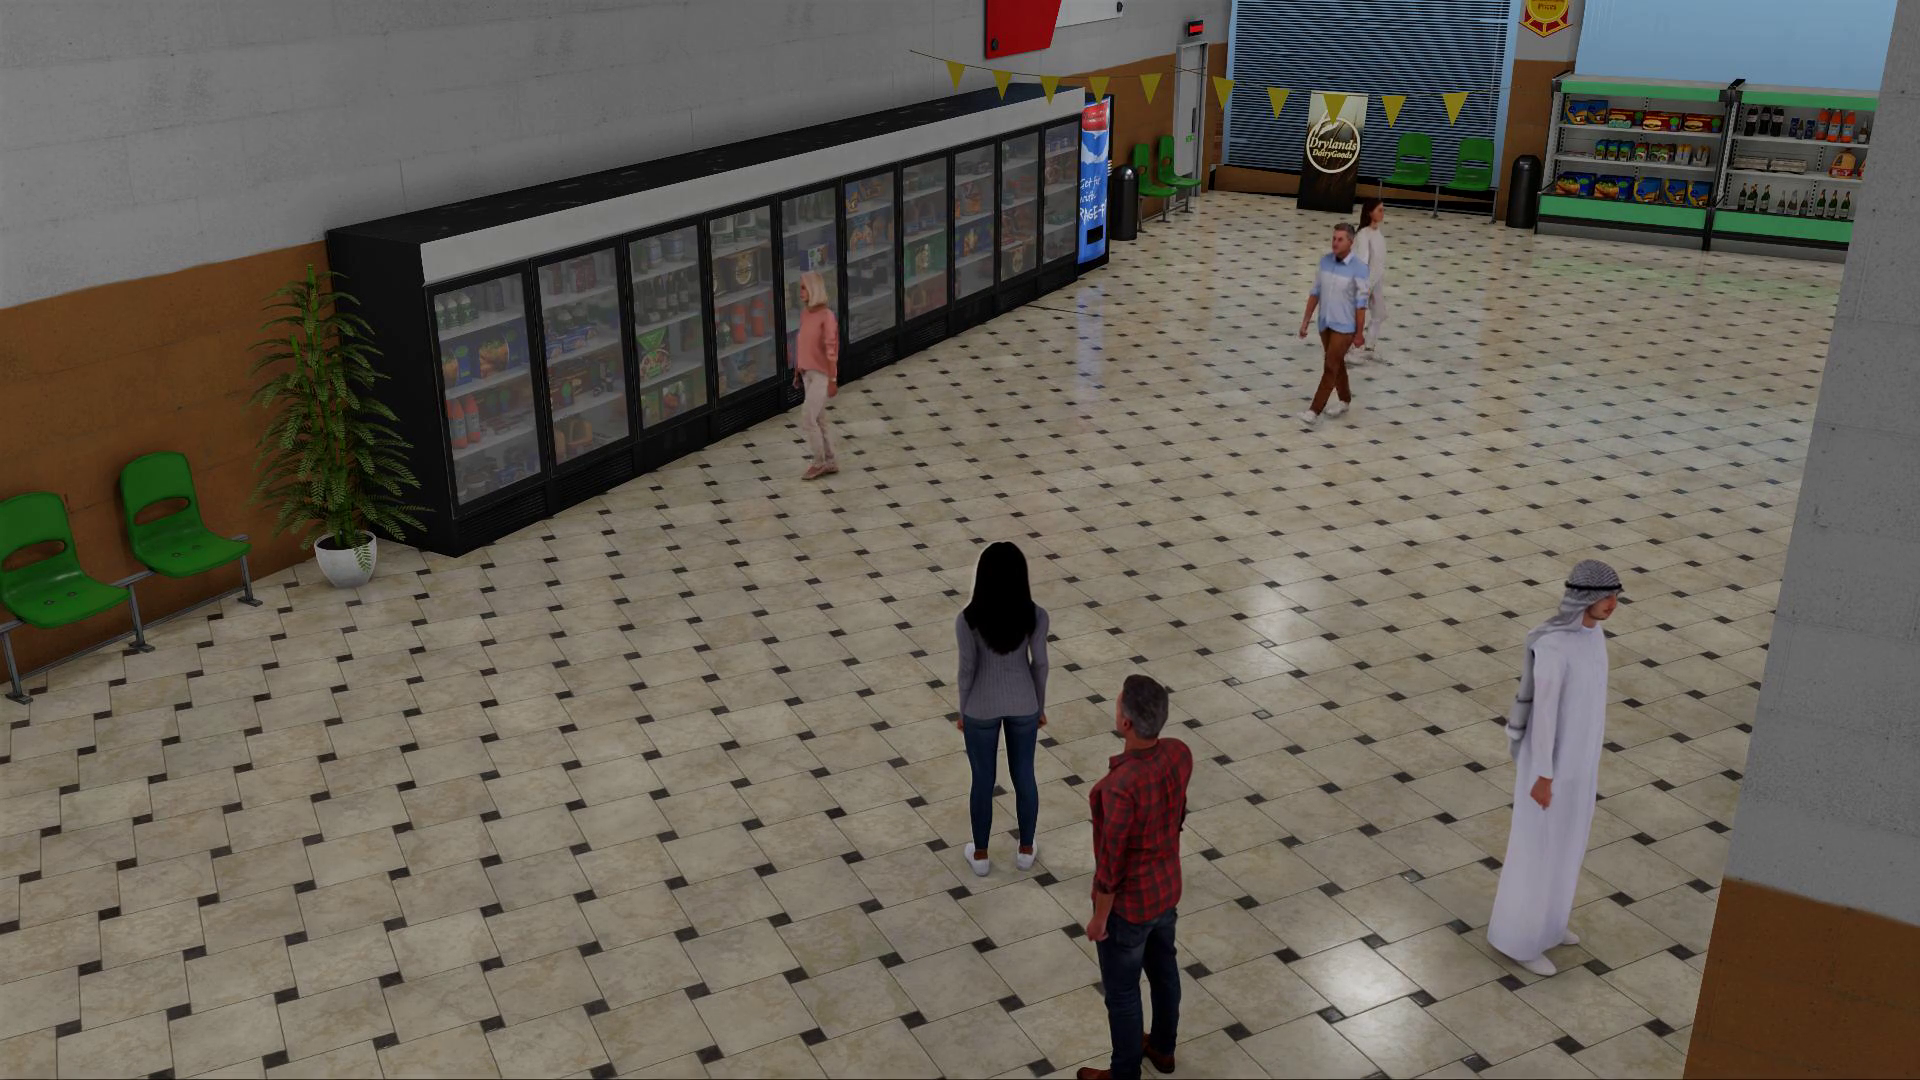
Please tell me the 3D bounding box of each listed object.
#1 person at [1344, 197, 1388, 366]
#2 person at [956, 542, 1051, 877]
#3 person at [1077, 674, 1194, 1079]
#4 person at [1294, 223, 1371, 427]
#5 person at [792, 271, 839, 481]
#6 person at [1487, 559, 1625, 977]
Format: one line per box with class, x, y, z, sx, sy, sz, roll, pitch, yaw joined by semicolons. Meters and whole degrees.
person;3.967;-2.569;16.564;0.682;1.675;0.640;14;26;32
person;0.204;0.823;8.040;0.662;1.736;0.747;-3;22;-7
person;0.707;1.373;6.545;0.650;1.830;0.738;20;29;40
person;3.405;-1.918;14.796;1.055;1.785;1.162;-15;26;-32
person;-1.074;-1.331;13.432;0.776;1.713;0.688;-15;26;-33
person;2.649;0.979;7.391;0.690;1.931;0.737;17;28;36
